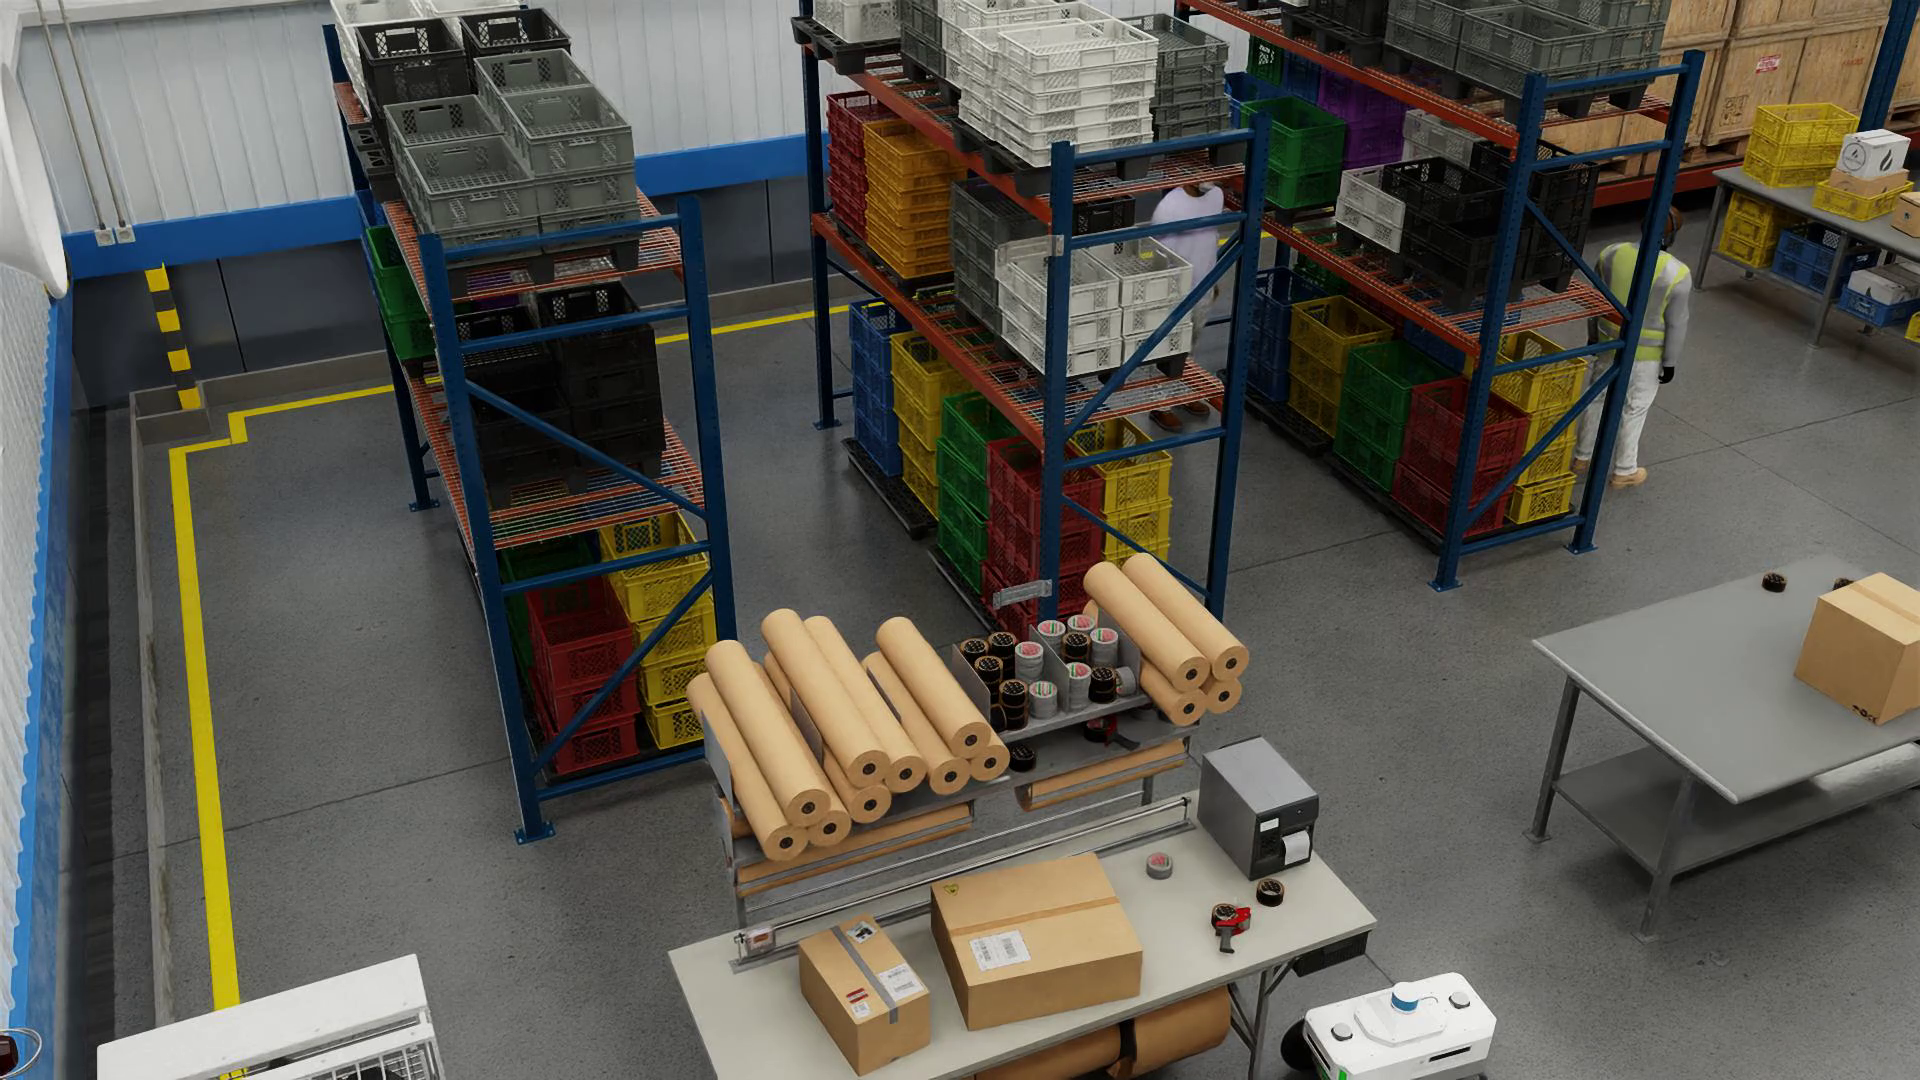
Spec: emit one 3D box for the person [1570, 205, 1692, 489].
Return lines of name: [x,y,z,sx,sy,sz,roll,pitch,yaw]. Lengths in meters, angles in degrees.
person: [4.221,-1.214,10.427,0.429,1.842,0.634,-23,39,-33]

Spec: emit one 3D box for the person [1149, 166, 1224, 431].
person: [1.515,-1.685,11.101,0.637,1.938,0.357,-27,41,-37]

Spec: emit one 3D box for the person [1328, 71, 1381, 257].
person: [3.192,-3.176,13.577,0.575,1.882,0.359,-16,35,-25]

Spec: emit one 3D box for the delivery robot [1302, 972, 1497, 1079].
delivery robot: [1.704,1.924,6.464,0.707,0.478,0.477,-10,33,-15]
